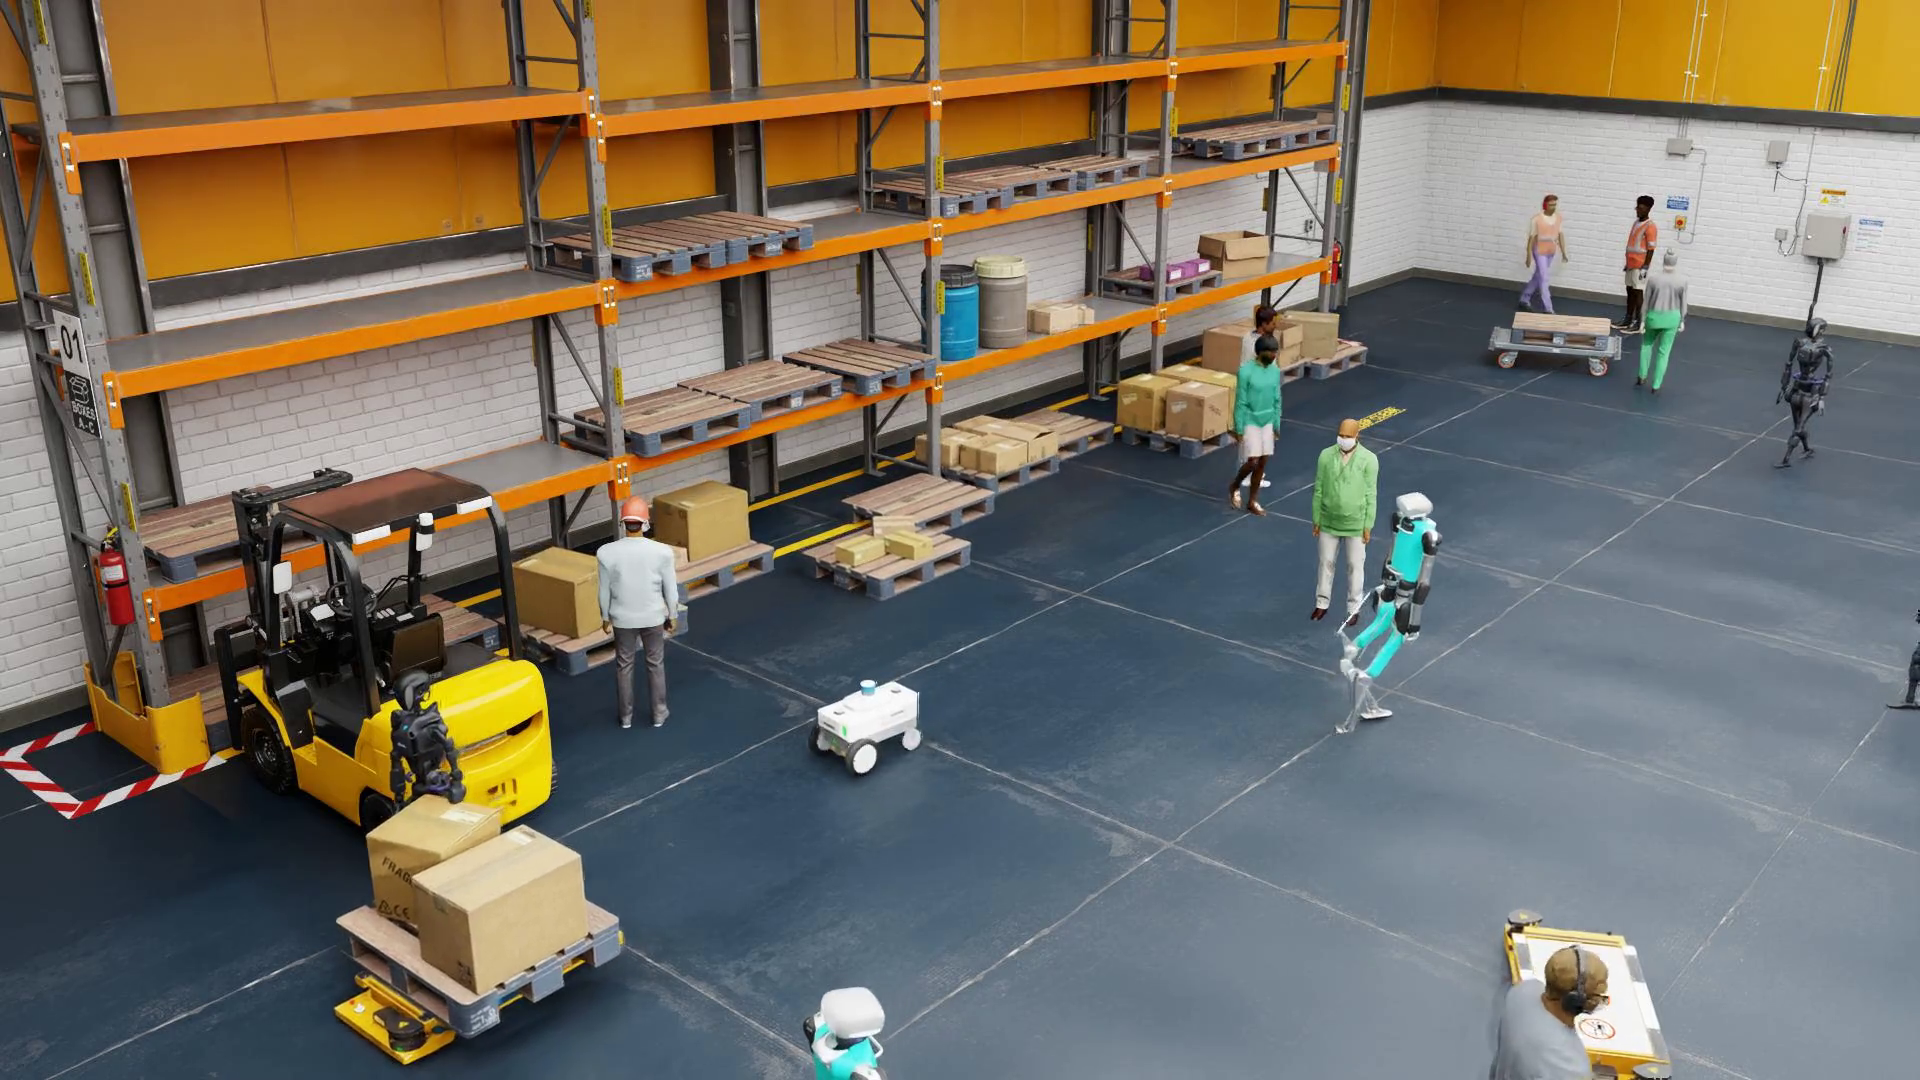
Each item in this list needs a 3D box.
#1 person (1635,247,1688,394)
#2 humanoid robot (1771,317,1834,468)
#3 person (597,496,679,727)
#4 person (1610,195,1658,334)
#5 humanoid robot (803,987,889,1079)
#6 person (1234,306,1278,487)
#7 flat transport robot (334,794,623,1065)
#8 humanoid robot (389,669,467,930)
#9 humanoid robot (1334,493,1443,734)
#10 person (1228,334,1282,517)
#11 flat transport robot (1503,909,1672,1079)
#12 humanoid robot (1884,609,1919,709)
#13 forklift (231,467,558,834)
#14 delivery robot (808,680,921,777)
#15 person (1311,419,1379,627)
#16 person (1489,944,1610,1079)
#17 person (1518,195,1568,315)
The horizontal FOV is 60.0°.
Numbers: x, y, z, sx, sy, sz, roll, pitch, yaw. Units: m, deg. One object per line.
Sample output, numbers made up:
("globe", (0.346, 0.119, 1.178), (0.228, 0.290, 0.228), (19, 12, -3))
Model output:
("person", (8.786, -2.759, 20.778), (0.533, 1.822, 0.587), (10, 22, 25))
("humanoid robot", (9.126, -1.601, 17.924), (0.780, 1.629, 0.597), (-10, 22, -24))
("person", (-2.317, 0.524, 12.010), (0.572, 1.738, 0.349), (-3, 21, -9))
("person", (9.687, -3.949, 23.801), (0.361, 1.965, 0.612), (-1, 20, -2))
("humanoid robot", (-0.265, 2.515, 6.605), (0.957, 1.752, 0.543), (-12, 23, -29))
("person", (3.058, -1.484, 17.216), (0.410, 1.907, 0.596), (-3, 20, -7))
("flat transport robot", (-2.623, 2.357, 9.164), (0.659, 0.231, 1.431), (16, 26, 37))
("humanoid robot", (-3.000, 1.510, 9.420), (0.610, 1.655, 0.336), (13, 24, 32))
("humanoid robot", (2.986, 0.602, 11.965), (0.753, 1.903, 0.538), (-5, 21, -14))
("person", (2.919, -1.125, 16.351), (0.505, 1.829, 0.459), (-10, 23, -26))
("flat transport robot", (3.314, 2.470, 8.857), (0.659, 0.231, 1.431), (4, 21, 11))
("humanoid robot", (7.321, 0.532, 12.152), (0.730, 1.650, 0.602), (2, 20, 5))
("forklift", (-3.730, 0.710, 10.856), (2.313, 2.155, 1.214), (17, 26, 38))
("delivery robot", (-0.660, 1.284, 11.663), (0.777, 0.598, 0.499), (-17, 26, -39))
("person", (3.177, -0.154, 13.803), (0.534, 1.778, 0.390), (9, 22, 23))
("person", (2.370, 2.432, 6.618), (0.983, 1.889, 0.629), (3, 20, 7))
("person", (8.773, -4.285, 24.955), (0.588, 1.797, 0.958), (-10, 22, -25))
